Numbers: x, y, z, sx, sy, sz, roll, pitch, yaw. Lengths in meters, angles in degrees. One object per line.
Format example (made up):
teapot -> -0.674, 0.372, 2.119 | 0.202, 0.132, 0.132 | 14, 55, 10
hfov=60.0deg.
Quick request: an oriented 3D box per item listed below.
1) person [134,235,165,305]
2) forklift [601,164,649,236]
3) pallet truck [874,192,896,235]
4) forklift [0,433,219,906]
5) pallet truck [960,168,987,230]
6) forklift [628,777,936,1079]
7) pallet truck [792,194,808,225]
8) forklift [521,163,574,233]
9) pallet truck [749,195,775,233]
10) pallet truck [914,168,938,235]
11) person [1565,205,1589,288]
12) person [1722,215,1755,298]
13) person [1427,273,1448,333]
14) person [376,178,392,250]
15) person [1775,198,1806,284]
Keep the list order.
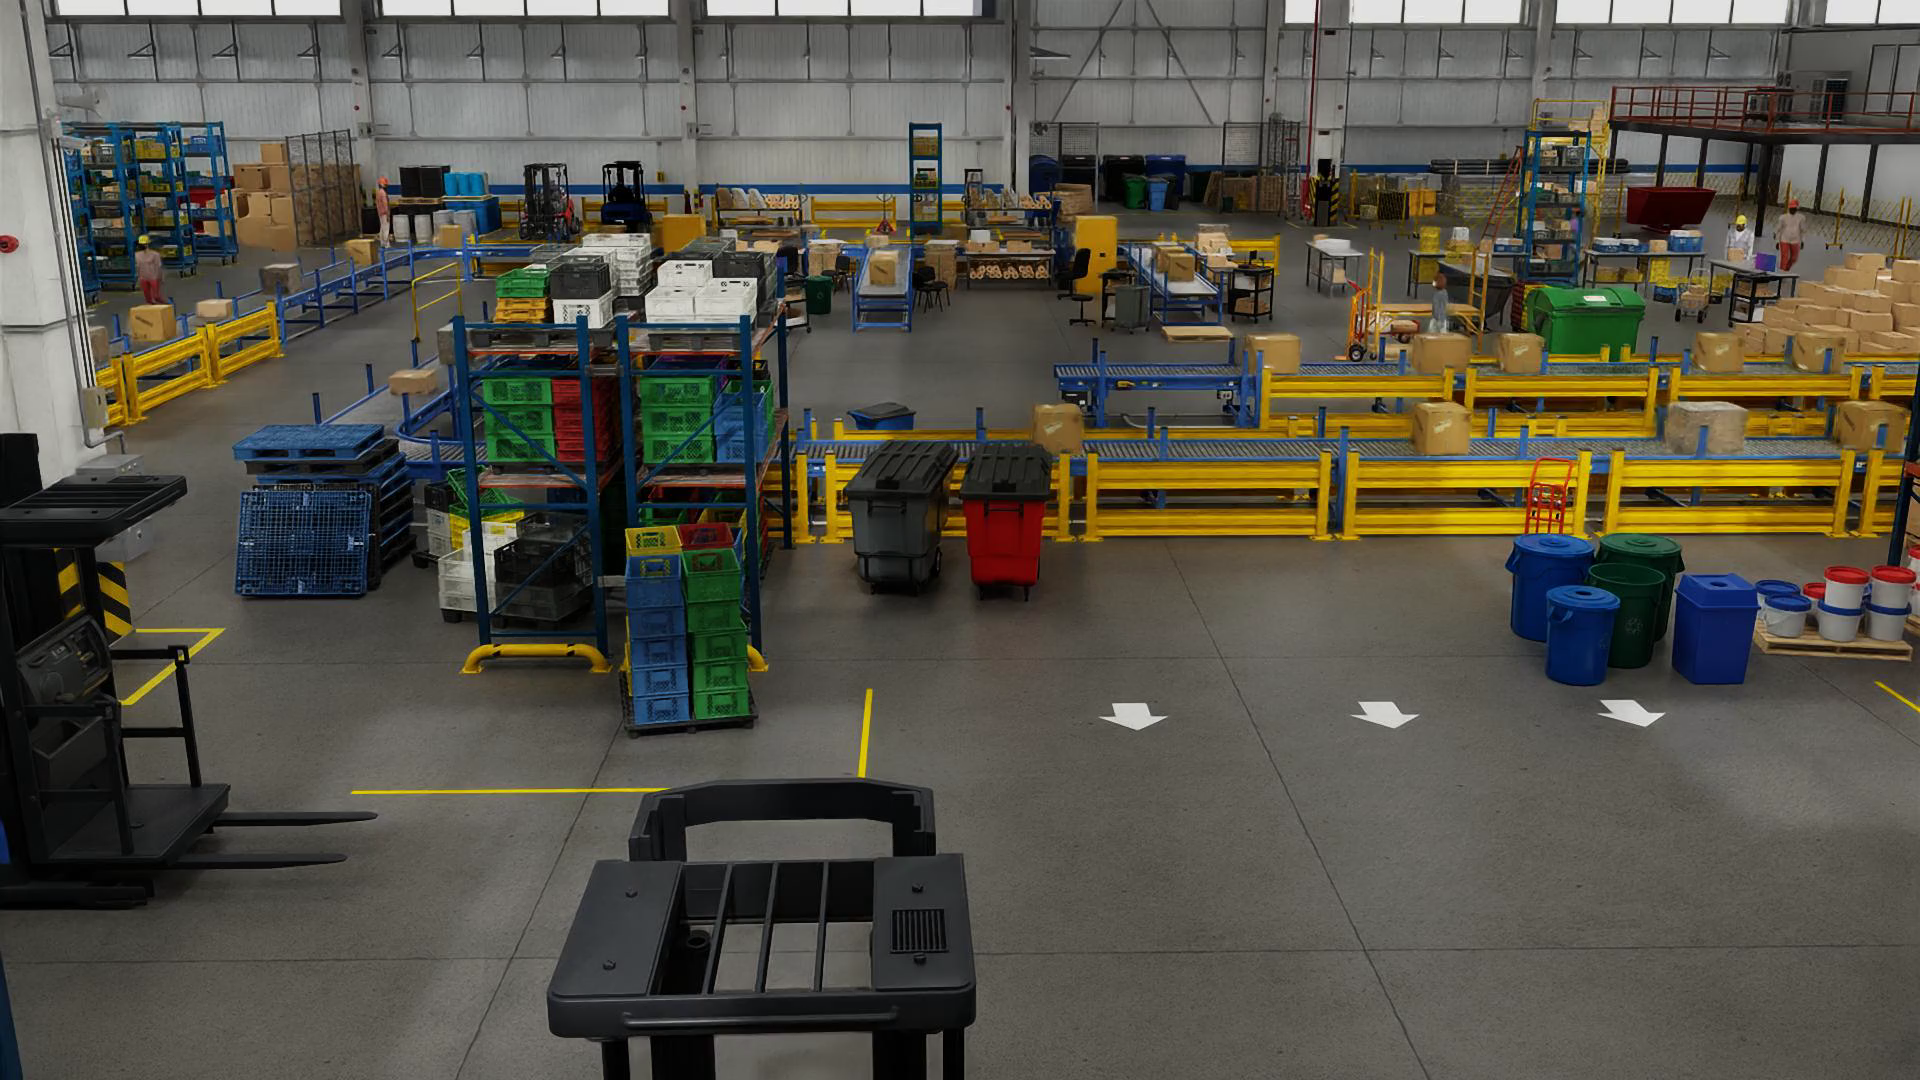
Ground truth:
person -> -16.188, -5.221, 33.236 | 0.530, 1.754, 0.431 | 1, 16, 5
forklift -> -9.948, -10.127, 49.296 | 1.157, 1.987, 2.680 | -1, 16, -3
pallet truck -> -2.277, -9.986, 50.594 | 0.653, 1.274, 1.630 | 0, 16, -1
forklift -> -5.952, 0.780, 10.366 | 1.873, 2.768, 1.129 | 0, 16, -1
pallet truck -> 0.383, -10.230, 50.206 | 0.823, 1.965, 1.885 | -1, 16, -3
forklift -> -0.542, 2.165, 5.552 | 1.129, 2.768, 1.873 | -1, 16, -2
pallet truck -> -4.814, -9.883, 50.259 | 0.704, 1.261, 1.522 | -1, 16, -3
forklift -> -12.233, -10.122, 49.298 | 1.157, 1.987, 2.680 | 0, 16, -1
pallet truck -> -6.051, -9.967, 50.660 | 0.680, 1.201, 1.601 | 0, 16, -1
pallet truck -> -0.989, -10.316, 50.507 | 0.823, 1.965, 1.885 | 1, 16, 3
person -> 14.197, -6.734, 38.186 | 0.548, 1.919, 0.586 | 1, 16, 4
person -> 17.100, -6.219, 36.584 | 0.595, 1.824, 0.404 | 15, 22, 43
person -> 8.270, -3.767, 28.455 | 0.765, 1.609, 0.508 | -2, 16, -7
person -> -15.854, -8.976, 45.856 | 0.391, 1.990, 0.623 | -12, 20, -35
person -> 19.544, -7.058, 39.207 | 0.634, 1.979, 0.672 | 3, 16, 10
